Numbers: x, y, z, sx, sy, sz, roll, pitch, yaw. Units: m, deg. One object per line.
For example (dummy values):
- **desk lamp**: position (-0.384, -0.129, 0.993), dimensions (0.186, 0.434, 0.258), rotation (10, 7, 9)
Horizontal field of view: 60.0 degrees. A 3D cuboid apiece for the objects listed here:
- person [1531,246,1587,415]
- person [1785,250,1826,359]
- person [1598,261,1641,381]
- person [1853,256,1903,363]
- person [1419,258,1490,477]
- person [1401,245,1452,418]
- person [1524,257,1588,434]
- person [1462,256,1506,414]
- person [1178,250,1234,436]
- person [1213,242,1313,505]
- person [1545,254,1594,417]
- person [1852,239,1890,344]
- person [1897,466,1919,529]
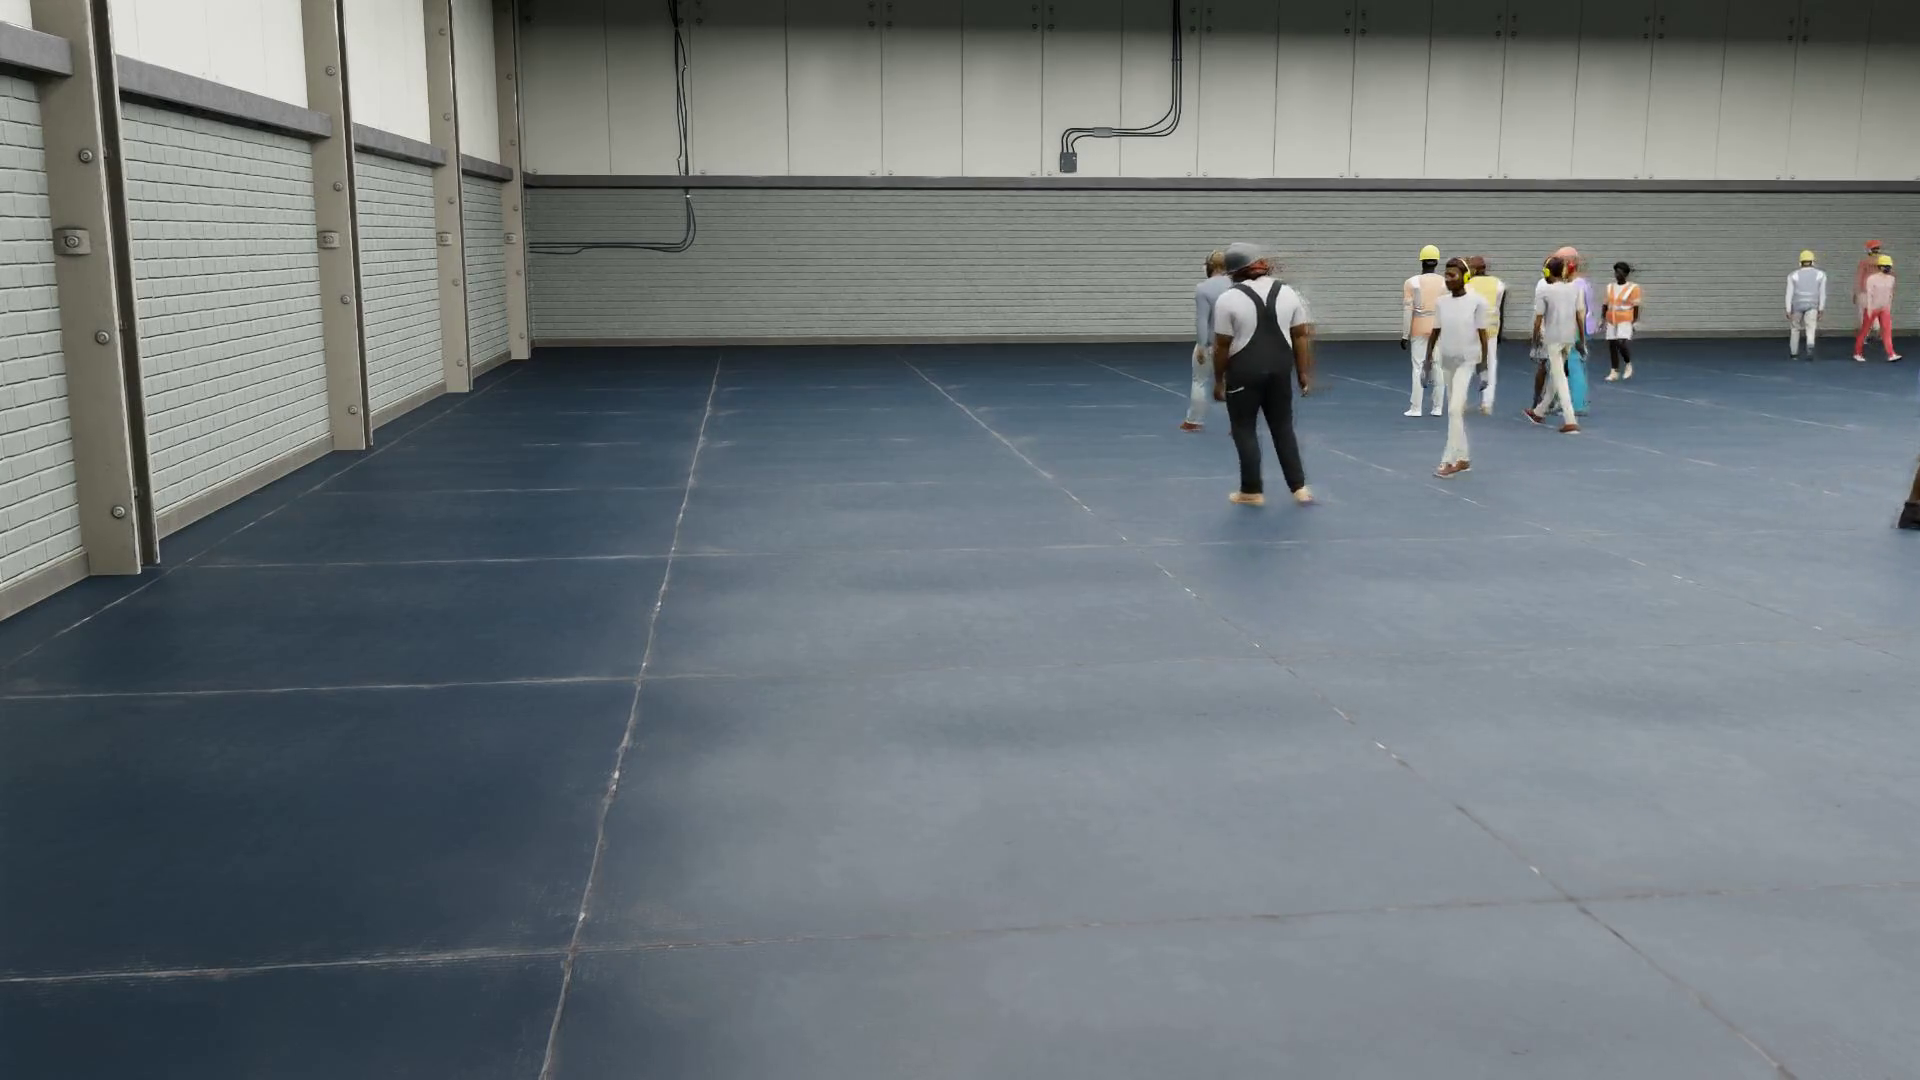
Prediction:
- **person**: position (6.814, -2.382, 18.971), dimensions (0.560, 1.911, 0.490), rotation (-1, 10, -6)
- **person**: position (13.855, -3.848, 27.286), dimensions (0.602, 1.817, 0.679), rotation (4, 11, 19)
- **person**: position (9.228, -3.054, 23.295), dimensions (0.366, 1.680, 0.531), rotation (-7, 12, -32)
- **person**: position (14.846, -3.718, 26.846), dimensions (0.551, 1.715, 0.914), rotation (-2, 11, -11)
- **person**: position (4.151, -1.452, 14.087), dimensions (0.833, 1.835, 0.546), rotation (-8, 13, -38)
- **person**: position (5.240, -2.336, 18.692), dimensions (0.590, 1.926, 0.388), rotation (-1, 10, -5)
- **person**: position (6.203, -2.037, 17.388), dimensions (0.532, 1.802, 1.009), rotation (-3, 11, -17)
- **person**: position (5.947, -2.367, 19.213), dimensions (0.675, 1.797, 0.833), rotation (-2, 10, -9)
- **person**: position (2.652, -2.004, 17.002), dimensions (0.640, 1.900, 1.035), rotation (-6, 12, -30)
- **person**: position (2.265, -1.287, 12.626), dimensions (0.779, 2.000, 0.569), rotation (-3, 11, -15)
- **person**: position (6.854, -2.292, 18.733), dimensions (0.507, 1.818, 0.599), rotation (1, 10, 5)
- **person**: position (17.151, -4.670, 31.317), dimensions (0.647, 1.980, 0.461), rotation (0, 10, 2)
- **person**: position (6.922, -0.956, 11.220), dimensions (0.970, 1.887, 0.567), rotation (7, 13, 35)
